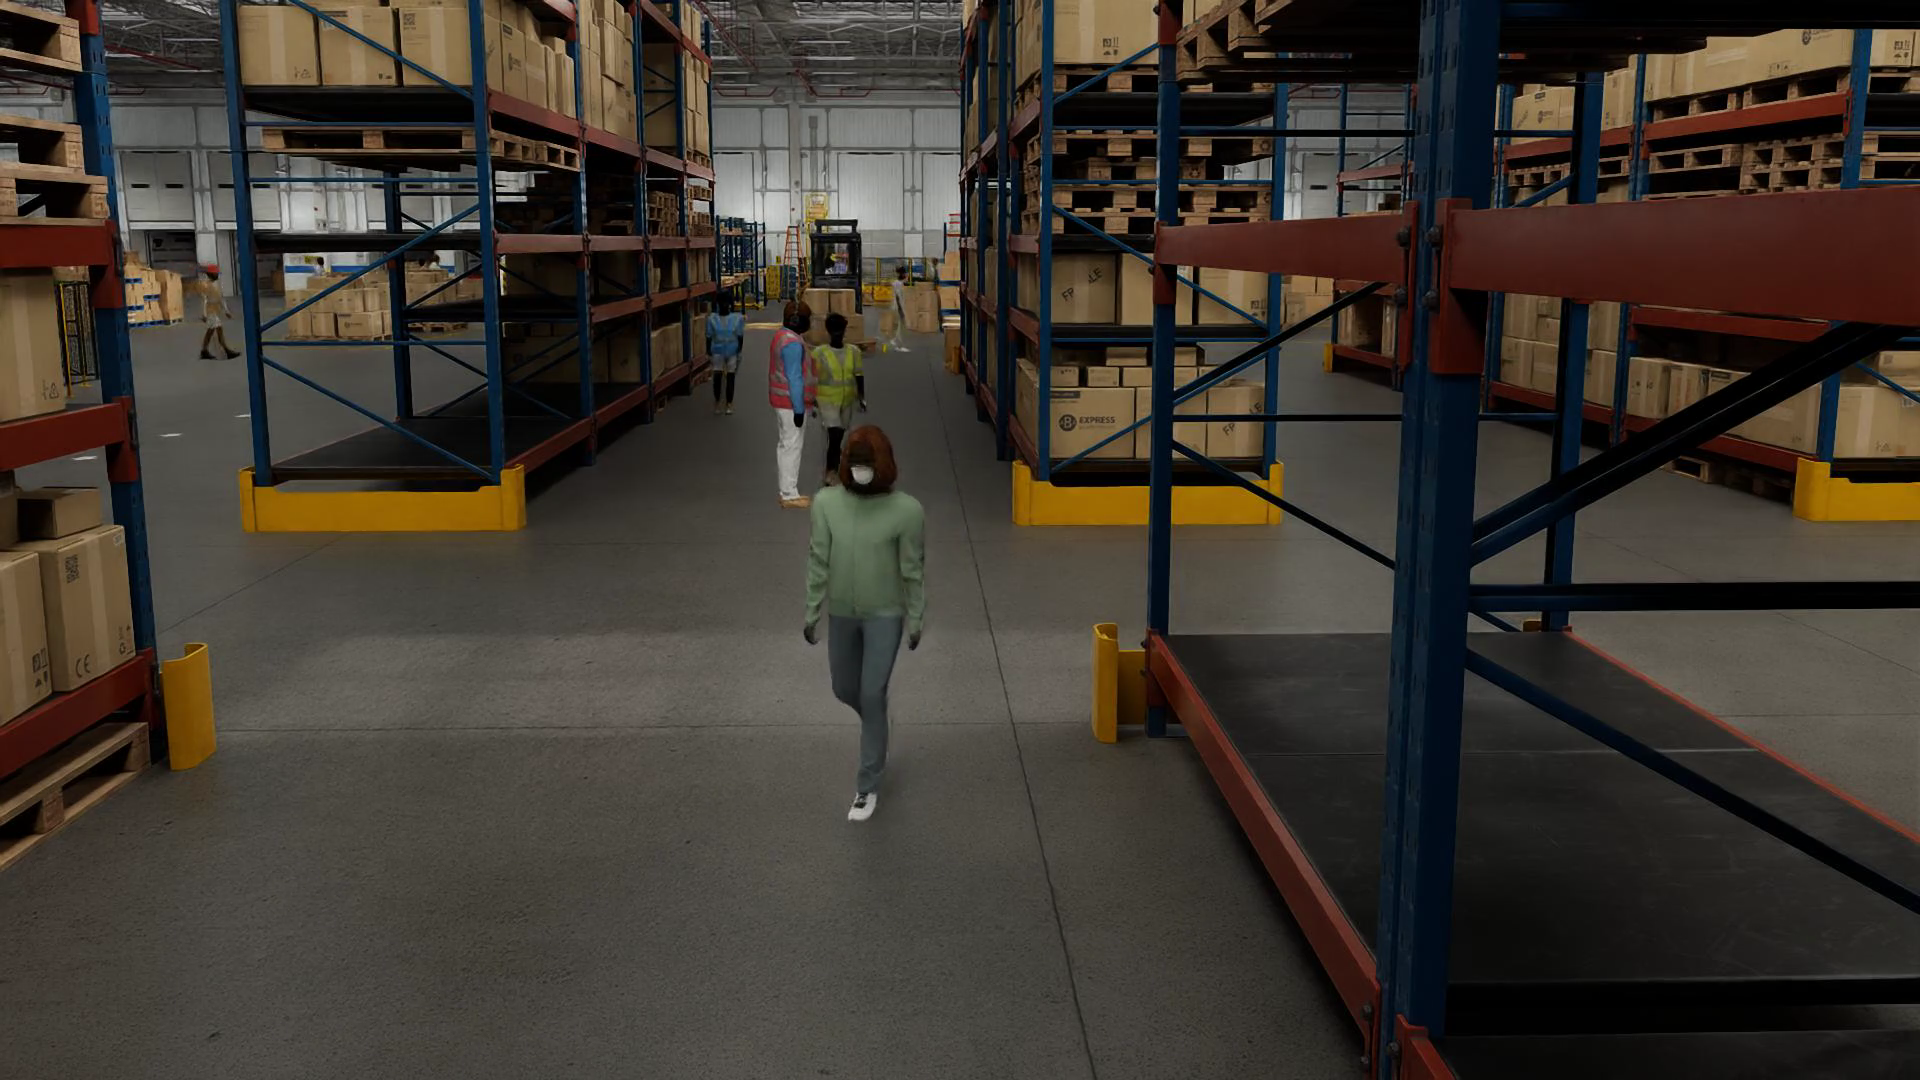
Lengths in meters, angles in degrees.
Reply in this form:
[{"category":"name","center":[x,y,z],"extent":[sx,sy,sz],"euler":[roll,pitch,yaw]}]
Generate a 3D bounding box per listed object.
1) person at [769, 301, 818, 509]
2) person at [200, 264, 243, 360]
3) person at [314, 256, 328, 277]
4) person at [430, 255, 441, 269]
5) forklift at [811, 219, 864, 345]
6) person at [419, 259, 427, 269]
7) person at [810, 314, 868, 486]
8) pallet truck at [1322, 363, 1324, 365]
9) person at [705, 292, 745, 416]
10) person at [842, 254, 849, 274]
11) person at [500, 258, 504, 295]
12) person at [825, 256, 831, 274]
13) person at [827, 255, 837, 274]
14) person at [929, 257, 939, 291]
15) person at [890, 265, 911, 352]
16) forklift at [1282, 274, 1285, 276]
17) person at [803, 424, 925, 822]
[{"category":"person","center":[-1.465,-1.188,14.679],"extent":[0.430,1.833,0.633],"euler":[-3,10,-14]},{"category":"person","center":[-14.756,-4.525,33.093],"extent":[0.969,1.887,0.561],"euler":[0,10,-1]},{"category":"person","center":[-22.544,-9.079,58.627],"extent":[0.607,1.829,0.641],"euler":[0,10,-2]},{"category":"person","center":[-17.042,-8.322,54.142],"extent":[0.374,1.933,0.622],"euler":[-6,12,-29]},{"category":"forklift","center":[-2.689,-5.626,36.465],"extent":[1.129,2.768,1.873],"euler":[0,10,-2]},{"category":"person","center":[-20.270,-9.760,62.786],"extent":[0.319,1.697,0.533],"euler":[0,10,3]},{"category":"person","center":[-1.111,-1.279,15.623],"extent":[0.531,1.654,0.795],"euler":[-7,12,-33]},{"category":"pallet truck","center":[7.712,-4.157,30.737],"extent":[1.885,1.965,0.823],"euler":[3,11,16]},{"category":"person","center":[-3.157,-2.493,22.387],"extent":[0.537,1.670,0.643],"euler":[-1,10,-7]},{"category":"person","center":[-4.321,-9.780,62.400],"extent":[0.993,1.895,0.537],"euler":[-5,11,-27]},{"category":"person","center":[-13.495,-7.314,48.506],"extent":[0.370,1.934,0.627],"euler":[2,10,11]},{"category":"person","center":[-3.720,-6.912,46.171],"extent":[0.364,1.965,0.610],"euler":[-5,11,-27]},{"category":"person","center":[-4.213,-8.442,54.833],"extent":[0.382,1.917,0.585],"euler":[7,12,35]},{"category":"person","center":[-0.956,-8.847,57.422],"extent":[0.916,1.812,0.515],"euler":[3,11,16]},{"category":"person","center":[-1.239,-4.905,35.336],"extent":[0.382,1.839,0.556],"euler":[1,10,7]},{"category":"forklift","center":[12.240,-10.302,62.509],"extent":[1.129,2.768,1.873],"euler":[0,10,-2]},{"category":"person","center":[-0.370,0.300,6.975],"extent":[0.499,1.610,0.713],"euler":[3,11,18]}]
